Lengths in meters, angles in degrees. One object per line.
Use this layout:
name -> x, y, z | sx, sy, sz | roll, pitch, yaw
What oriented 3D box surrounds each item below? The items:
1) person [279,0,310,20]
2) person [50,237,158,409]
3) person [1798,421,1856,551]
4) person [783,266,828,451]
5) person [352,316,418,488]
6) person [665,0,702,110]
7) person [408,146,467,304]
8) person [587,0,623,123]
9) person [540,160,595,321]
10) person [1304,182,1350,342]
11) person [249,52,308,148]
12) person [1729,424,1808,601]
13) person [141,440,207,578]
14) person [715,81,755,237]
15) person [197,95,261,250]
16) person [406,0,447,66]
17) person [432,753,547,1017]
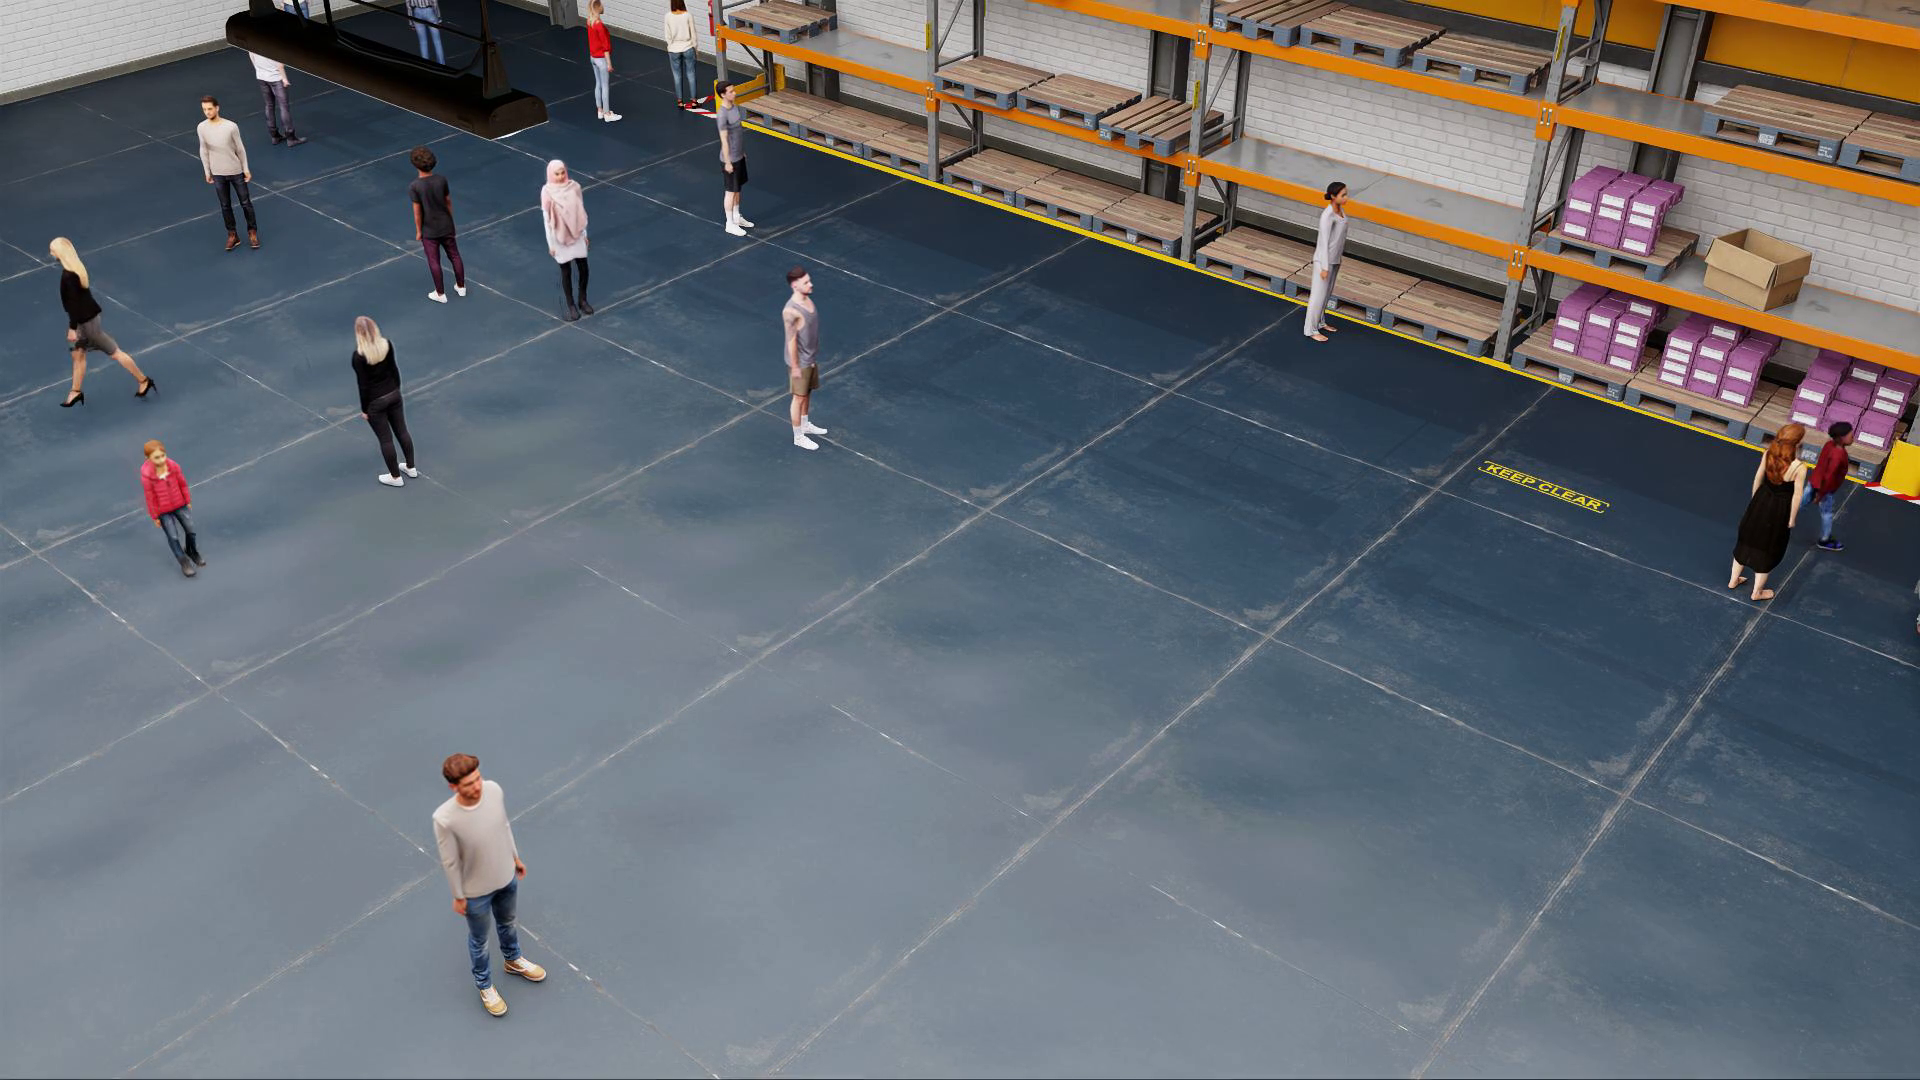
person -> -10.382, -8.388, 25.976 | 0.667, 1.692, 0.630 | -21, 39, -29
person -> -8.514, -2.121, 16.459 | 1.027, 1.789, 1.163 | -13, 36, -19
person -> 7.460, -0.496, 14.513 | 0.933, 1.238, 0.767 | 5, 34, 8
person -> -1.511, -1.764, 15.934 | 0.726, 1.847, 0.718 | 8, 34, 12
person -> -5.306, -1.276, 15.282 | 0.562, 1.685, 0.636 | 20, 39, 27
person -> -4.007, -7.059, 23.985 | 0.677, 1.683, 0.761 | 1, 34, 2
person -> -5.860, -3.531, 18.586 | 0.657, 1.784, 0.607 | -26, 42, -34
person -> -5.099, -6.809, 23.589 | 0.713, 1.705, 0.510 | -24, 40, -31
person -> -4.333, -3.315, 18.245 | 0.701, 1.802, 0.672 | -21, 39, -28
person -> 3.948, -3.020, 17.859 | 0.588, 1.737, 0.673 | 18, 37, 24
person -> -9.423, -6.311, 22.726 | 0.615, 1.831, 0.774 | 15, 37, 22
person -> 6.712, -0.249, 13.792 | 0.698, 1.625, 0.596 | -19, 38, -26
person -> -6.740, -0.291, 14.140 | 0.546, 1.308, 0.558 | -26, 41, -33
person -> -2.779, -4.669, 20.219 | 0.706, 1.871, 0.733 | 8, 34, 12
person -> -8.712, -4.384, 19.796 | 0.740, 1.865, 0.777 | -6, 34, -8
person -> -8.031, -7.808, 25.010 | 0.706, 1.795, 0.743 | -6, 34, -9
person -> -2.891, 2.040, 10.095 | 0.592, 1.905, 0.675 | 21, 39, 29
